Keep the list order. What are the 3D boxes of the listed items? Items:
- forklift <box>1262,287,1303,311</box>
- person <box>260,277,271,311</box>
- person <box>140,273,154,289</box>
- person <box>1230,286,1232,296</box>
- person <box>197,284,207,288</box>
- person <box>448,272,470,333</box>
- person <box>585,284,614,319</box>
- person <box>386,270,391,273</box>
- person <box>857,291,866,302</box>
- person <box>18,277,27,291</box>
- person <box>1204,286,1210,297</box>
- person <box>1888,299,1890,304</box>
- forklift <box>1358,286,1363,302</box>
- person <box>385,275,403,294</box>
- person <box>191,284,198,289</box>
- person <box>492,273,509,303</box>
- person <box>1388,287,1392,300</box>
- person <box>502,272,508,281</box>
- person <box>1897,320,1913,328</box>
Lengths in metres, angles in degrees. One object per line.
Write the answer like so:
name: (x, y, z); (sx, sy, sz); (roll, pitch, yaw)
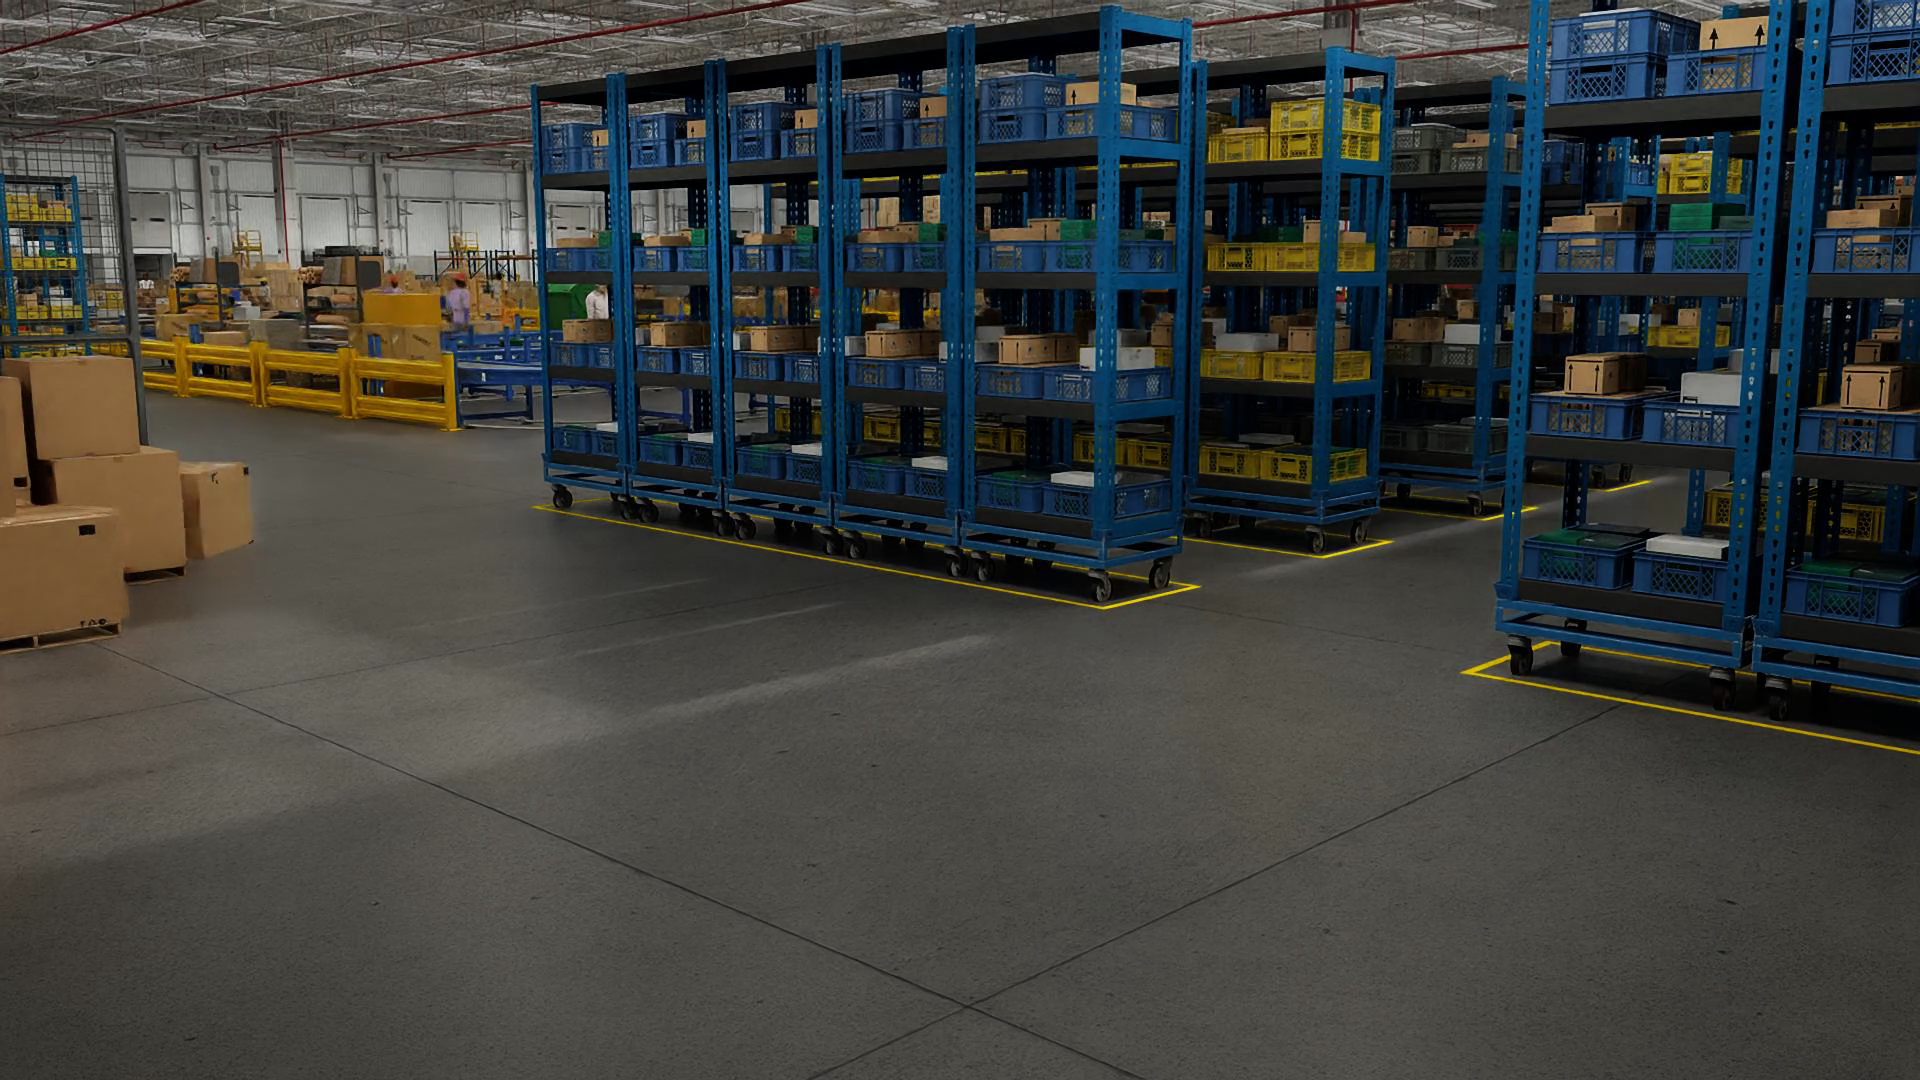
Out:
forklift: (10.769, -8.203, 54.240); (1.129, 2.768, 1.873); (8, 12, 42)
person: (-26.493, -9.128, 63.386); (0.484, 1.745, 0.297); (5, 11, 29)
person: (-34.811, -10.477, 71.233); (0.576, 1.881, 0.354); (-2, 9, -11)
person: (9.170, -7.914, 56.350); (0.704, 1.608, 0.502); (-6, 11, -31)
person: (-26.511, -8.341, 58.194); (0.332, 1.866, 0.514); (2, 9, 9)
person: (-10.635, -4.669, 35.262); (0.618, 2.011, 0.985); (6, 11, 33)
person: (-7.079, -4.226, 32.881); (0.397, 1.897, 0.639); (7, 11, 35)
person: (-29.331, -12.913, 85.687); (0.695, 2.000, 0.744); (3, 10, 20)
person: (-4.524, -11.009, 75.184); (0.563, 1.646, 0.755); (8, 12, 41)
person: (-44.657, -11.823, 79.427); (0.634, 1.897, 0.645); (6, 11, 33)
person: (8.196, -7.635, 54.564); (0.499, 1.634, 0.280); (6, 11, 33)
person: (26.565, -6.528, 47.384); (0.322, 1.765, 0.533); (8, 12, 41)
forklift: (11.100, -7.017, 46.970); (1.873, 2.768, 1.129); (9, 13, 43)
person: (-15.823, -6.453, 46.523); (0.962, 1.903, 0.555); (8, 12, 39)
person: (-40.289, -13.143, 87.633); (0.532, 1.865, 0.311); (-7, 12, -39)
person: (-18.073, -9.553, 65.466); (0.618, 1.917, 0.984); (3, 10, 20)
person: (8.038, -3.877, 31.213); (0.527, 1.742, 0.779); (9, 13, 44)
person: (-25.795, -14.208, 94.067); (0.599, 1.888, 0.890); (1, 9, 9)
person: (9.496, -1.564, 16.367); (0.647, 1.948, 0.972); (6, 11, 31)
